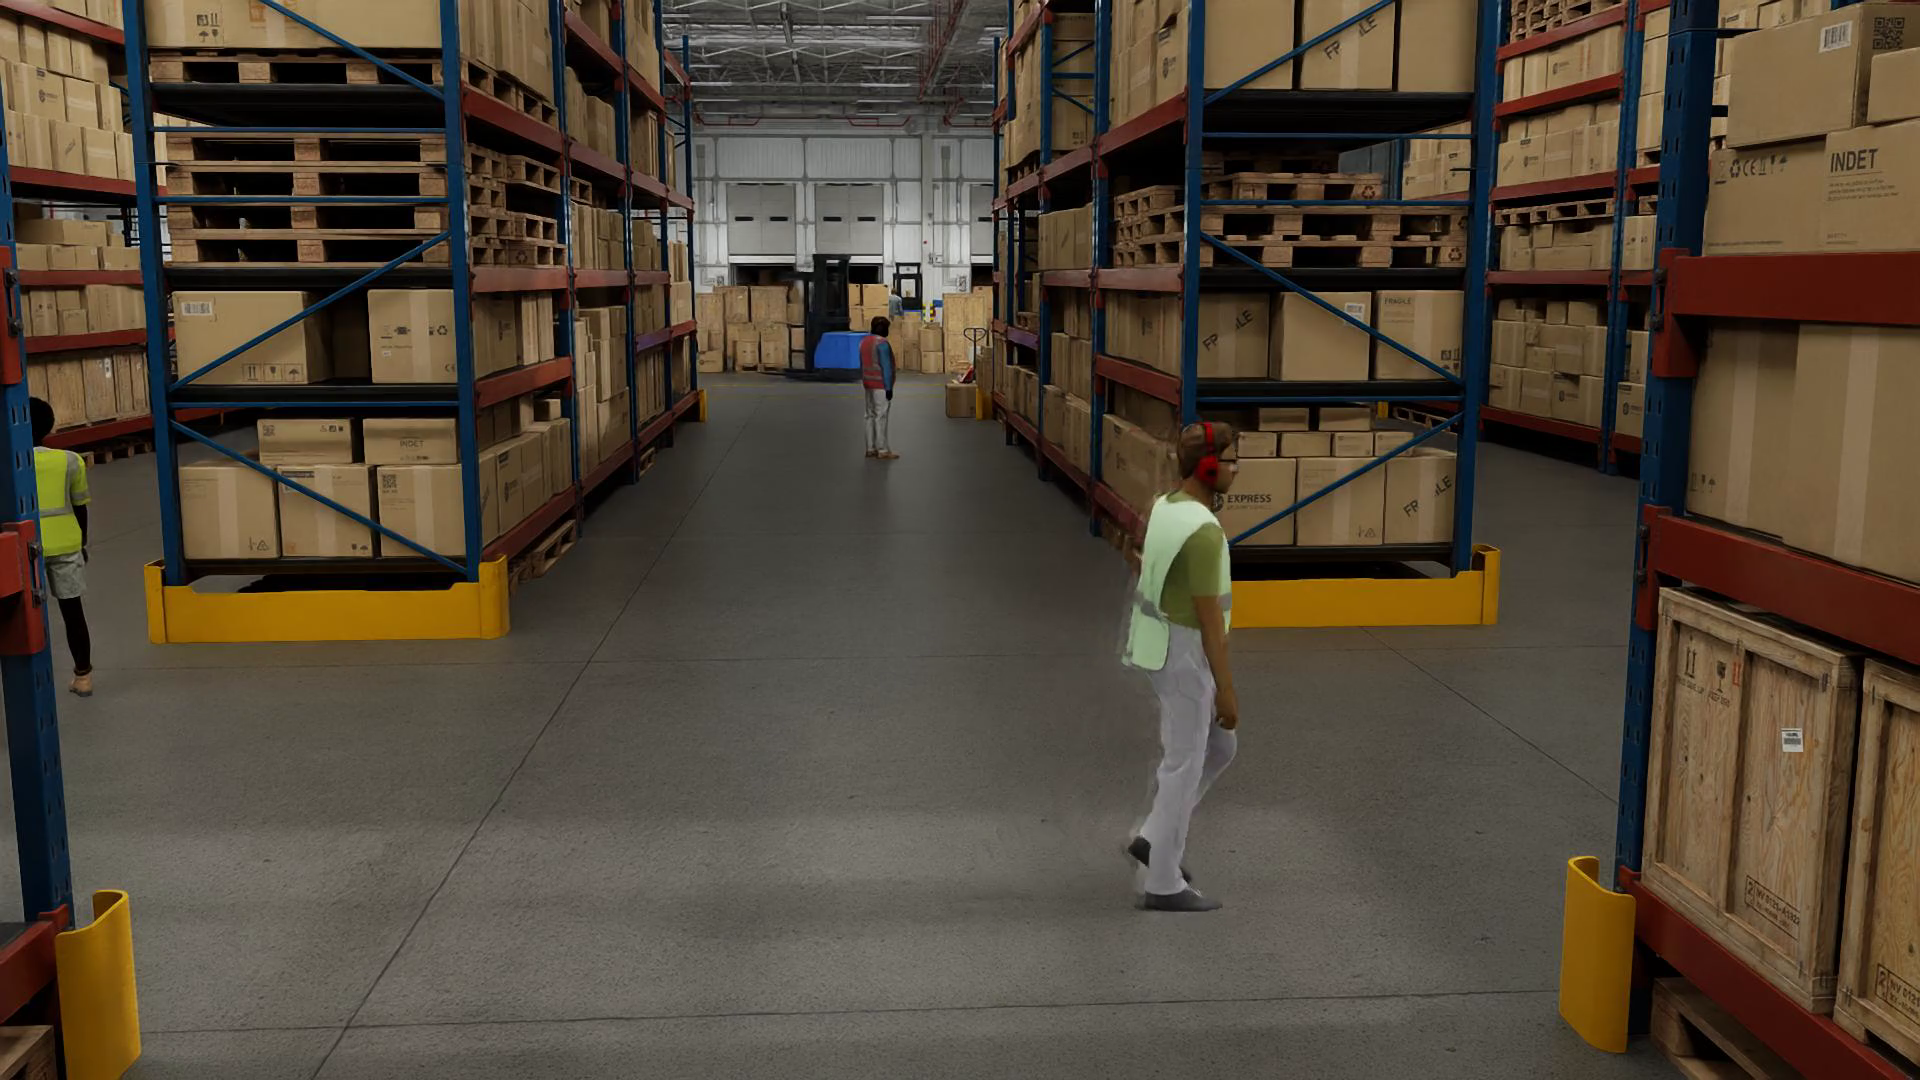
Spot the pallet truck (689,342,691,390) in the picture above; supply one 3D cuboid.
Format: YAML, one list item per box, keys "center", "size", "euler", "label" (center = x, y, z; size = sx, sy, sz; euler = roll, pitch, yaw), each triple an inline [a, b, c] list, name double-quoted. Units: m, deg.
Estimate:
- center: [-5.225, -3.008, 27.480]
  size: [1.885, 1.965, 0.823]
  euler: [2, 9, 14]
  label: "pallet truck"

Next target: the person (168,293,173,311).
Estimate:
- center: [-31.522, -9.156, 66.299]
  size: [0.584, 1.929, 0.371]
  euler: [8, 12, 42]
  label: "person"

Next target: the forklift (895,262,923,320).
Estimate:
- center: [-1.918, -8.863, 61.485]
  size: [1.129, 2.768, 1.873]
  euler: [-1, 9, -4]
  label: "forklift"

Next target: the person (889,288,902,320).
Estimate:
- center: [-2.305, -7.828, 57.979]
  size: [0.636, 1.929, 0.385]
  euler: [3, 10, 20]
  label: "person"

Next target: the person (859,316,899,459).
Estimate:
- center: [-1.036, -1.956, 21.386]
  size: [0.429, 1.837, 0.621]
  euler: [-6, 11, -32]
  label: "person"

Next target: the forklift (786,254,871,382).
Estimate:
- center: [-2.829, -4.968, 37.022]
  size: [1.873, 2.768, 1.129]
  euler: [7, 11, 37]
  label: "forklift"

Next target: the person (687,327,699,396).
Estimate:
- center: [-5.294, -3.646, 32.429]
  size: [0.539, 1.696, 0.317]
  euler: [6, 11, 33]
  label: "person"

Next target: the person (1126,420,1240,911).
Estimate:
- center: [0.848, 0.475, 6.128]
  size: [0.459, 1.834, 0.564]
  euler: [0, 9, -2]
  label: "person"

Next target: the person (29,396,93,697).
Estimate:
- center: [-5.051, 0.061, 9.149]
  size: [0.315, 1.697, 0.541]
  euler: [7, 11, 37]
  label: "person"
